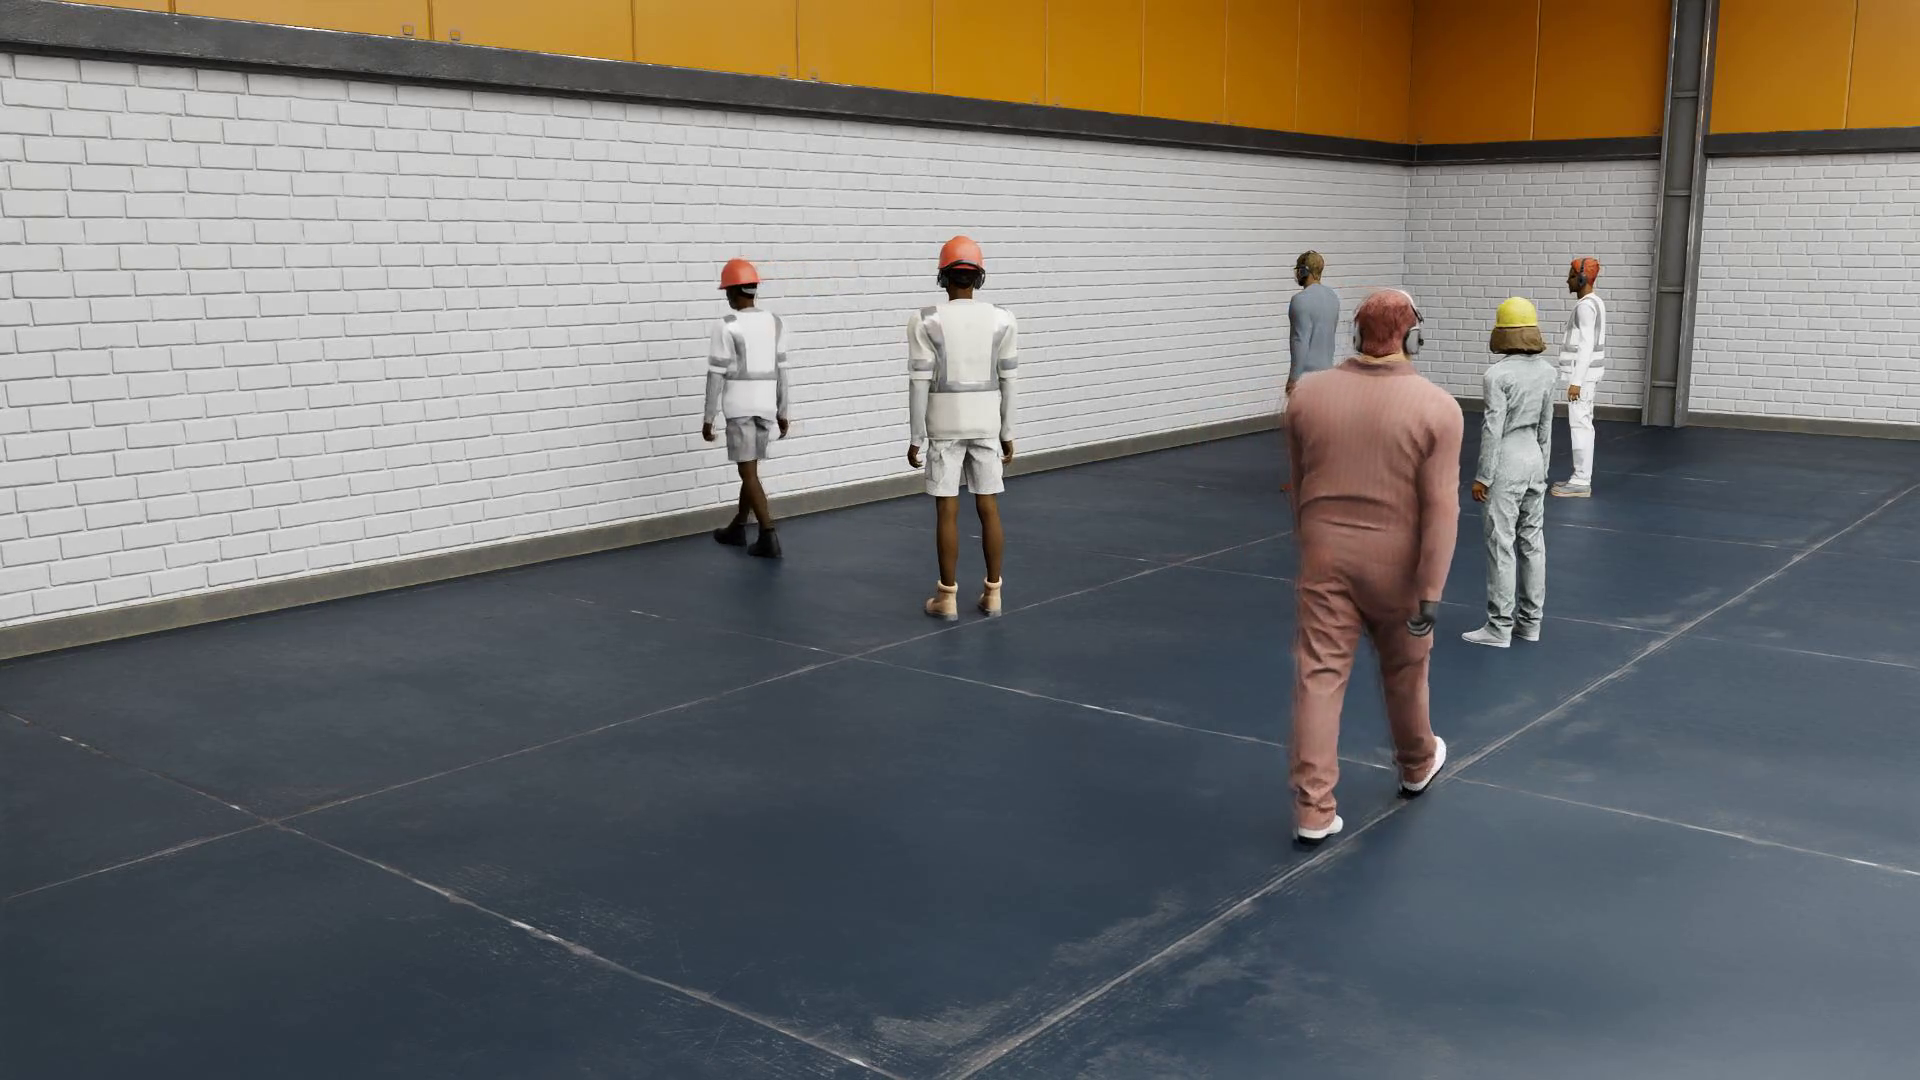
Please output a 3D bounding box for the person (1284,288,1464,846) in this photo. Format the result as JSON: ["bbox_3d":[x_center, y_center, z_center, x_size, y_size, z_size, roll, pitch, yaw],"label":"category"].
[{"bbox_3d":[1.440,0.072,5.748,0.640,1.853,1.003,6,12,31],"label":"person"}]

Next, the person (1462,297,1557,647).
[{"bbox_3d":[2.749,-0.337,8.325,0.493,1.741,0.306,-6,12,-32],"label":"person"}]

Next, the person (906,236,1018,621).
[{"bbox_3d":[0.001,-0.590,8.892,0.609,2.043,0.397,-3,11,-16],"label":"person"}]

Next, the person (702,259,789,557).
[{"bbox_3d":[-1.405,-0.850,10.734,0.819,1.901,0.565,10,14,44],"label":"person"}]

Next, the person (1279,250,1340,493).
[{"bbox_3d":[2.799,-1.333,13.299,0.353,1.937,0.635,8,13,38],"label":"person"}]

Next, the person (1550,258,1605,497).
[{"bbox_3d":[4.910,-1.280,13.162,0.339,1.879,0.584,5,11,25],"label":"person"}]
